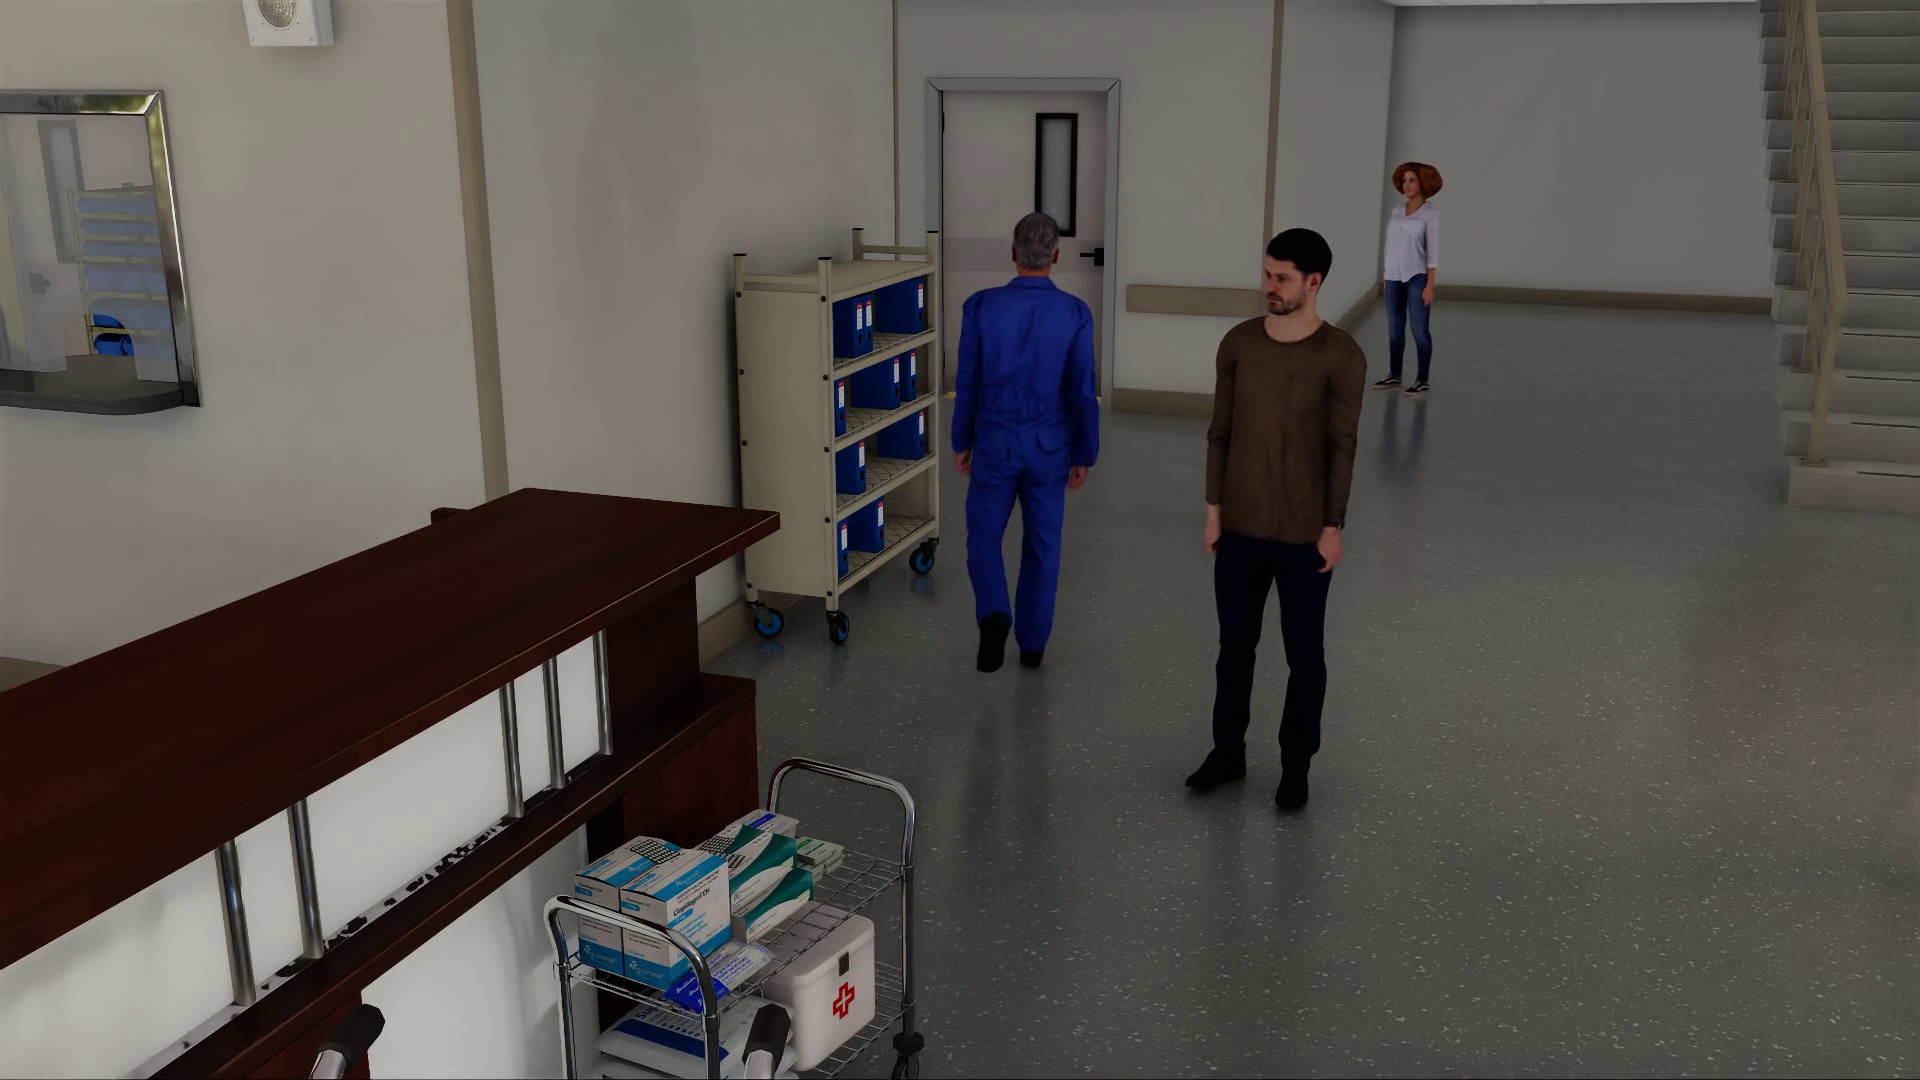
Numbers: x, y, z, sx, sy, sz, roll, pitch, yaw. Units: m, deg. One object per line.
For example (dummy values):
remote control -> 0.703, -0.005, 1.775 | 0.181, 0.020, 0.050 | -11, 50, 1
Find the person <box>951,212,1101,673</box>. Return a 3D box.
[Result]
person -> 0.232, -0.330, 6.462 | 0.890, 1.813, 1.020 | 1, 16, 4

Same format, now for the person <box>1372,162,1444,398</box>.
person -> 3.385, -1.962, 12.442 | 0.784, 1.709, 0.752 | -11, 19, -35

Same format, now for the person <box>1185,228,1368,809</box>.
person -> 1.033, -0.069, 5.402 | 0.689, 1.886, 0.632 | 9, 18, 29
